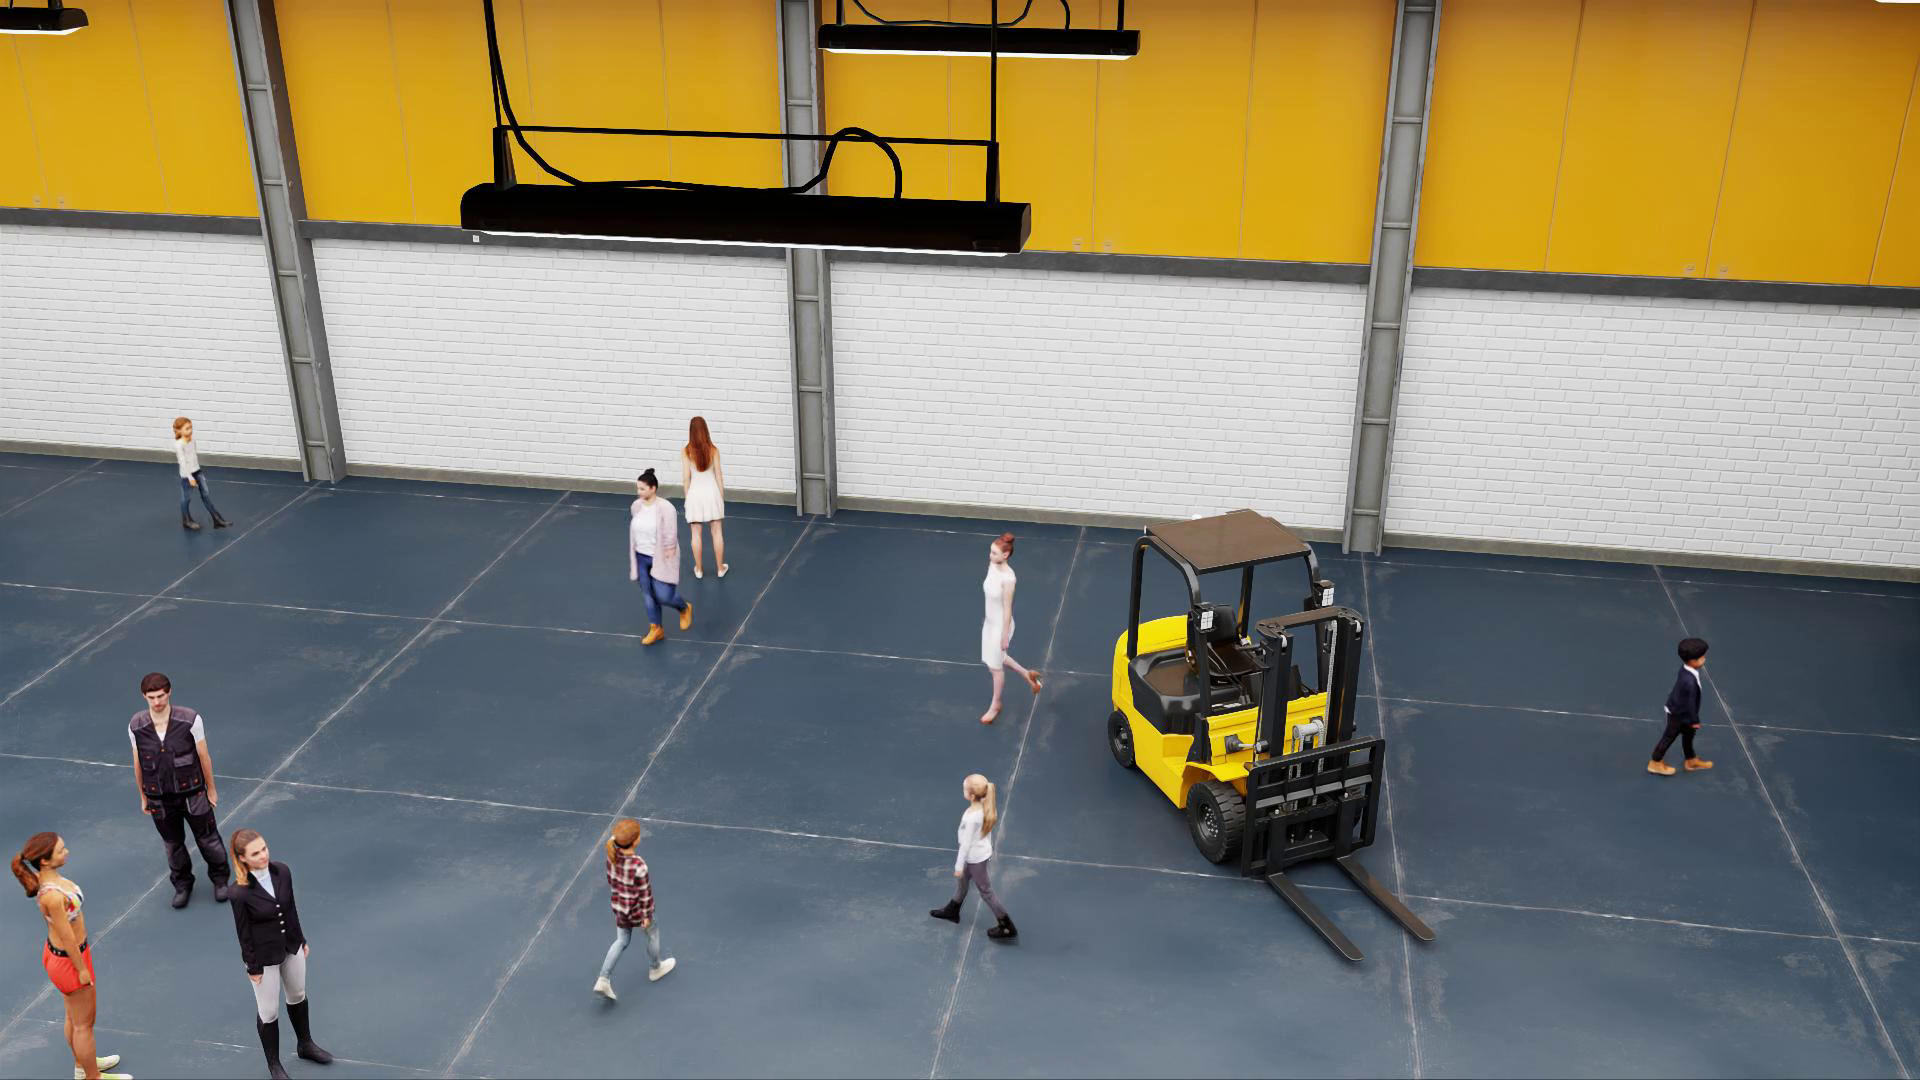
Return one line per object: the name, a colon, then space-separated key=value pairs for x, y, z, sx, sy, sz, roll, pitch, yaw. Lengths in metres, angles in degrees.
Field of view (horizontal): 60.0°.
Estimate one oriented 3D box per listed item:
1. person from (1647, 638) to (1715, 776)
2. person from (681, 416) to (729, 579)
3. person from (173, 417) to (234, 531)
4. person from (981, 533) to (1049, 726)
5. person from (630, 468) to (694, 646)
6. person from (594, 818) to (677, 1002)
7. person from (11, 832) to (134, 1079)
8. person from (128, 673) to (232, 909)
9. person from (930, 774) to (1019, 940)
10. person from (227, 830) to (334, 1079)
person: x=5.765 y=1.354 z=13.427 sx=0.752 sy=1.206 sz=0.565 roll=8 pitch=25 yaw=18
person: x=-2.605 y=-0.437 z=16.897 sx=0.542 sy=1.708 sz=0.674 roll=-2 pitch=24 yaw=-5
person: x=-8.396 y=-0.702 z=18.020 sx=0.849 sy=1.294 sz=0.527 roll=7 pitch=25 yaw=16
person: x=0.416 y=0.751 z=14.091 sx=0.951 sy=1.778 sz=0.823 roll=-8 pitch=25 yaw=-19
person: x=-2.785 y=0.135 z=15.554 sx=0.868 sy=1.736 sz=0.910 roll=14 pitch=27 yaw=29
person: x=-2.193 y=2.422 z=10.881 sx=0.880 sy=1.289 sz=0.799 roll=15 pitch=28 yaw=30
person: x=-5.358 y=2.533 z=10.000 sx=0.734 sy=1.790 sz=0.664 roll=-18 pitch=29 yaw=-35
person: x=-5.510 y=1.753 z=11.718 sx=0.674 sy=1.843 sz=0.799 roll=-5 pitch=24 yaw=-12
person: x=0.176 y=2.201 z=11.437 sx=0.920 sy=1.248 sz=0.589 roll=8 pitch=25 yaw=18
person: x=-4.164 y=2.521 z=10.106 sx=0.677 sy=1.728 sz=0.647 roll=15 pitch=28 yaw=31
